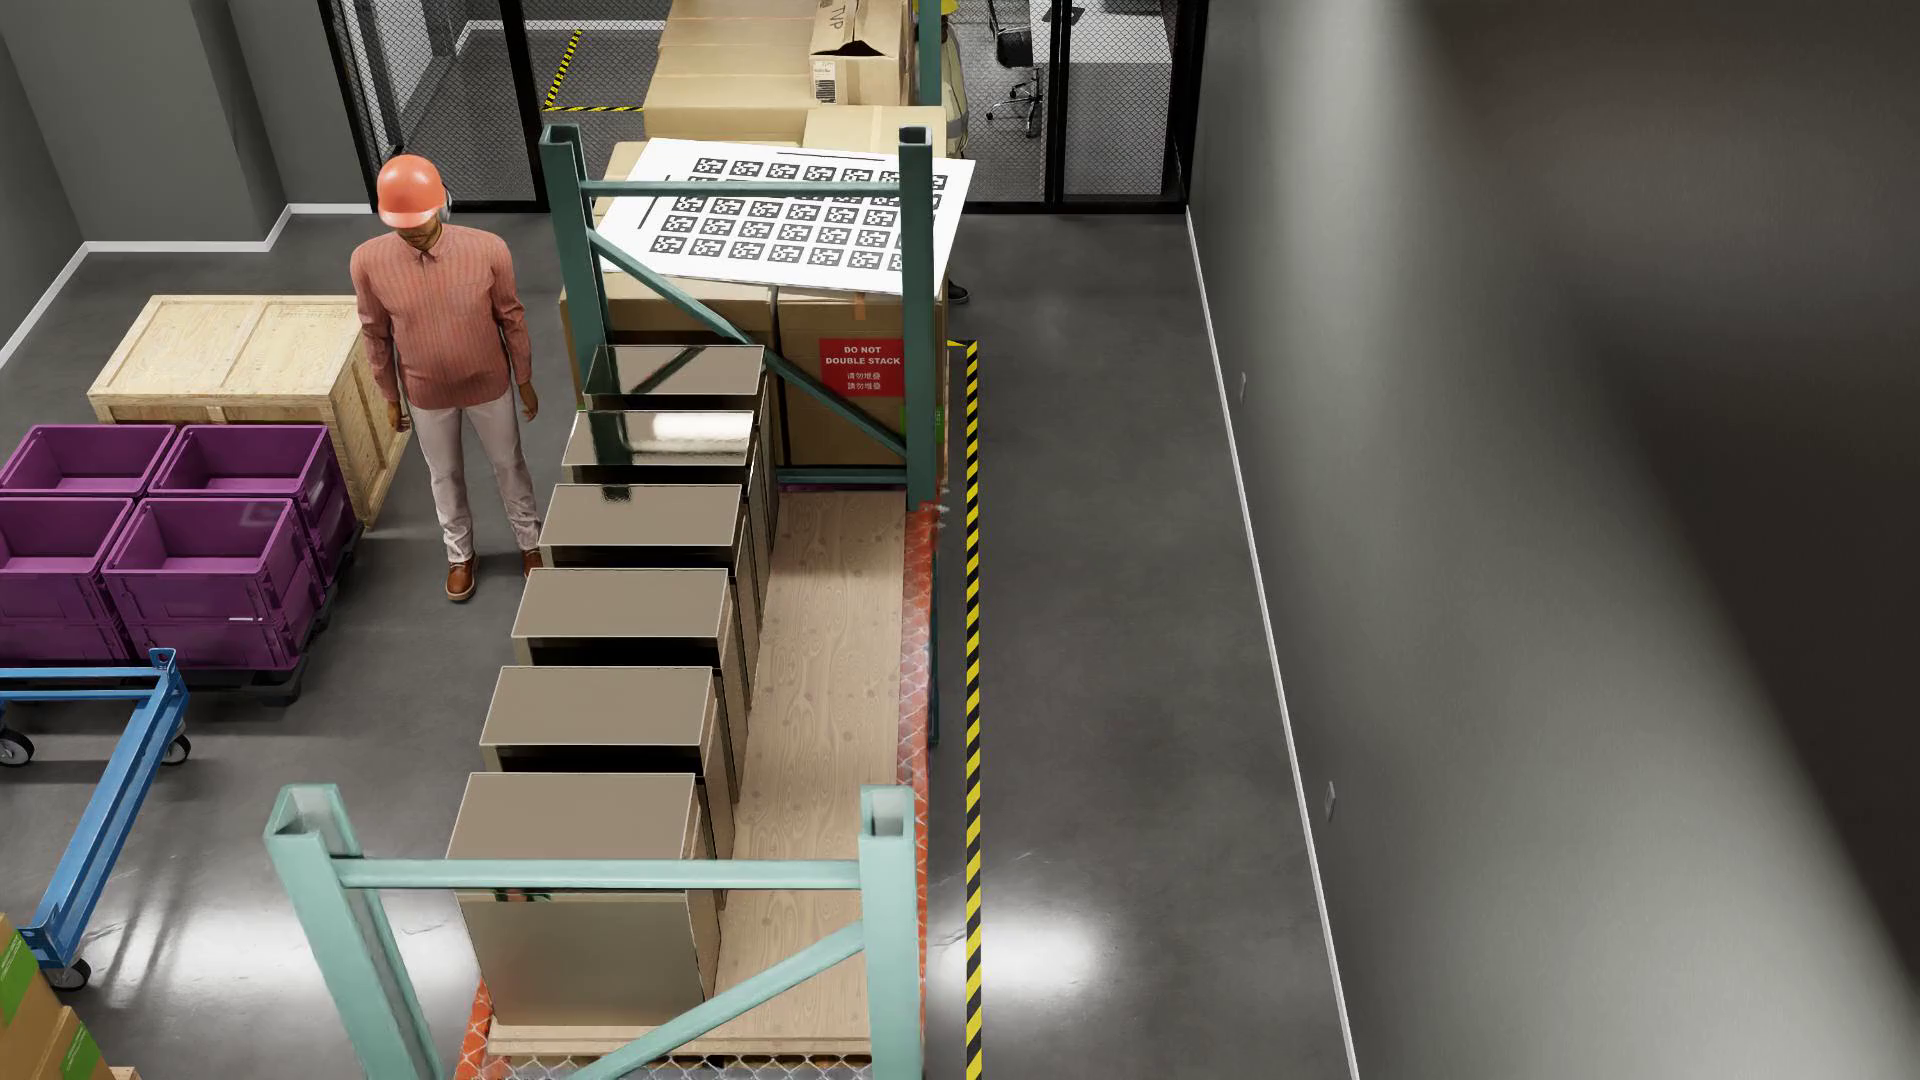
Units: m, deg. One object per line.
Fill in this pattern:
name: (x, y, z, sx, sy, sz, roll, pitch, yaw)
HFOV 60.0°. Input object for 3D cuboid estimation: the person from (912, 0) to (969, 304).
person: (-0.160, -1.905, 8.143, 0.404, 1.833, 0.590, 20, 45, 21)

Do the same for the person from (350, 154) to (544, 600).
person: (-1.979, -0.614, 6.548, 0.617, 1.992, 0.384, -9, 42, -11)
